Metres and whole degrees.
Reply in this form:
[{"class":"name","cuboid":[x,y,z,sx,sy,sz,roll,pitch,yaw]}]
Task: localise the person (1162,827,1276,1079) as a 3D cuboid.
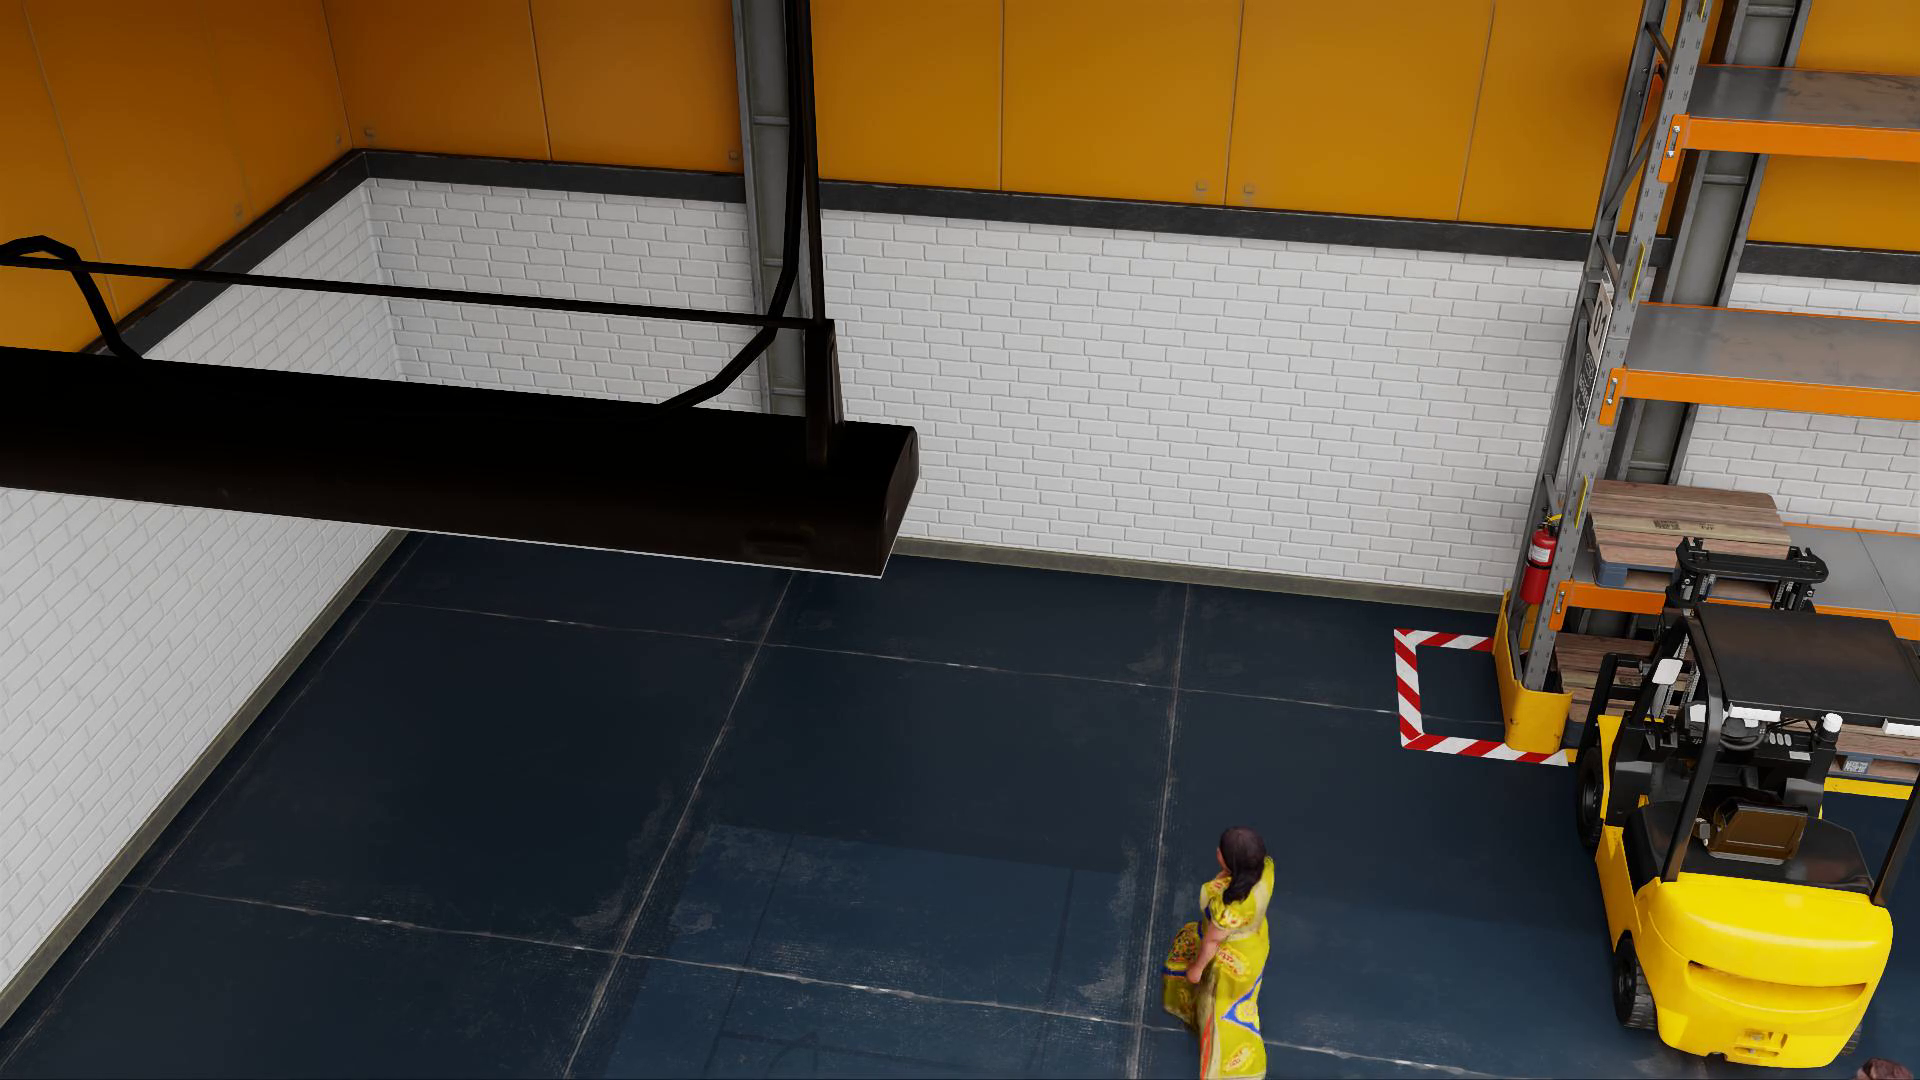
[{"class":"person","cuboid":[1.469,2.135,8.484,0.994,1.644,0.873,15,36,21]}]
